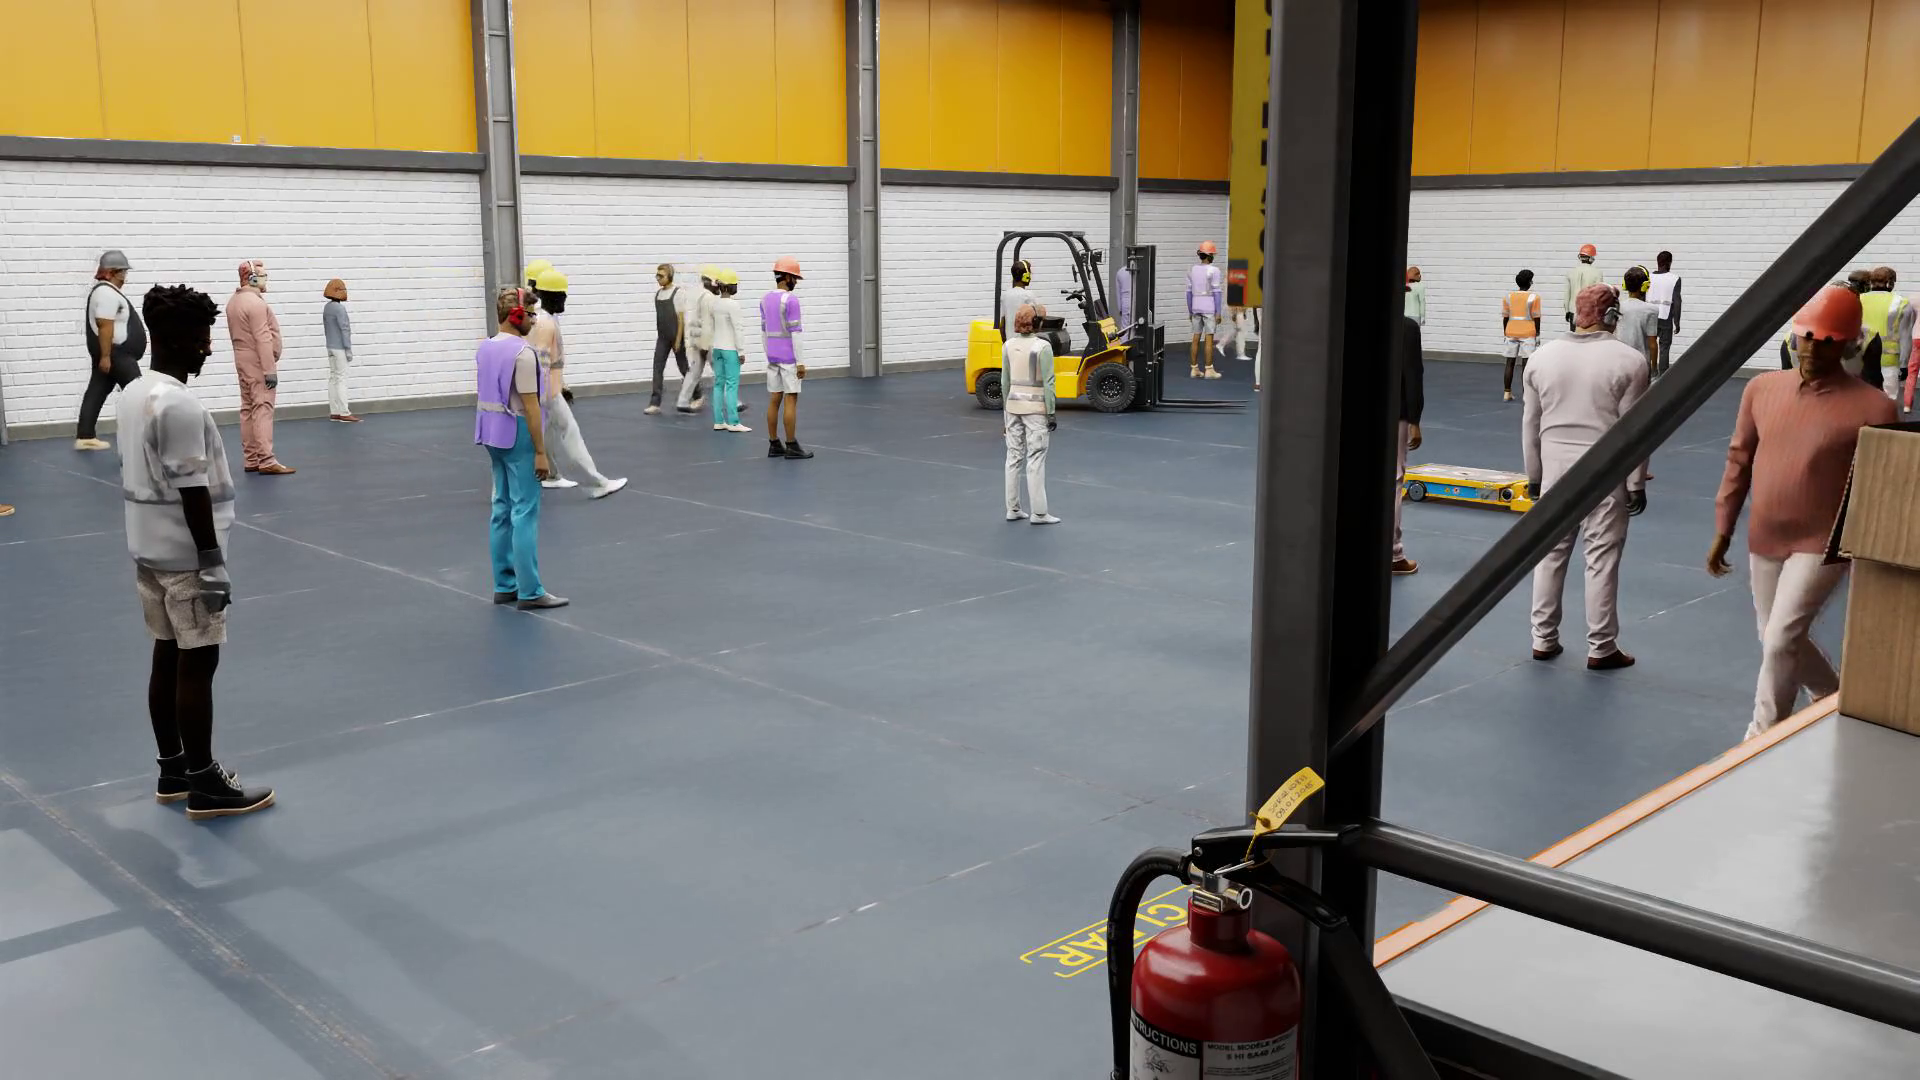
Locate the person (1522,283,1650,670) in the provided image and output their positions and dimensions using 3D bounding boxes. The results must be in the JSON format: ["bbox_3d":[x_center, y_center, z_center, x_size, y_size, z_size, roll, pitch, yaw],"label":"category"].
[{"bbox_3d":[3.108,-0.313,8.240,0.407,1.902,0.639,-10,14,-43],"label":"person"}]

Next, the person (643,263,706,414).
[{"bbox_3d":[-3.464,-2.439,20.095,0.510,1.812,0.939,6,12,29],"label":"person"}]

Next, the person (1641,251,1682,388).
[{"bbox_3d":[9.714,-3.047,23.110,0.386,1.914,0.587,-10,14,-43],"label":"person"}]

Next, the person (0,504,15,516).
[{"bbox_3d":[-7.531,-1.116,12.648,0.355,1.887,0.574,-10,14,-43],"label":"person"}]

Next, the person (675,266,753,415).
[{"bbox_3d":[-2.977,-2.346,19.706,0.905,1.771,0.593,-4,11,-23],"label":"person"}]

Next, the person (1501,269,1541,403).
[{"bbox_3d":[7.195,-2.610,21.312,0.320,1.697,0.532,-10,14,-43],"label":"person"}]

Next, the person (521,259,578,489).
[{"bbox_3d":[-3.527,-1.396,14.065,0.369,1.928,0.586,-10,14,-43],"label":"person"}]

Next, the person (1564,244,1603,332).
[{"bbox_3d":[9.510,-3.499,25.349,0.379,1.996,0.611,-10,14,-43],"label":"person"}]

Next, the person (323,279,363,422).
[{"bbox_3d":[-7.113,-2.168,19.083,0.279,1.631,0.499,-10,14,-43],"label":"person"}]

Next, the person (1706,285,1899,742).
[{"bbox_3d":[3.293,-0.008,6.432,0.916,1.961,0.622,-5,12,-27],"label":"person"}]

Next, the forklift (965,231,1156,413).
[{"bbox_3d":[1.222,-2.721,20.561,2.313,2.155,1.214,2,11,13],"label":"forklift"}]

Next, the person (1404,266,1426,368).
[{"bbox_3d":[7.229,-3.555,26.638,0.279,1.634,0.499,-10,14,-43],"label":"person"}]

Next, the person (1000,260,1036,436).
[{"bbox_3d":[0.643,-2.026,17.654,0.328,1.873,0.520,-10,14,-43],"label":"person"}]

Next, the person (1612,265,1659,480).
[{"bbox_3d":[5.851,-1.452,14.522,0.328,1.873,0.520,-10,14,-43],"label":"person"}]

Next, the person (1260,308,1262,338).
[{"bbox_3d":[3.374,-1.923,17.016,0.407,1.902,0.639,-10,14,-43],"label":"person"}]

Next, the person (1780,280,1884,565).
[{"bbox_3d":[5.642,-0.753,10.791,0.429,1.845,0.621,-10,14,-43],"label":"person"}]

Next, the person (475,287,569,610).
[{"bbox_3d":[-2.551,-0.515,9.510,0.389,1.837,0.563,-10,14,-43],"label":"person"}]

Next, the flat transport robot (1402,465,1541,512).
[{"bbox_3d":[4.113,-0.433,13.337,0.652,0.197,1.431,-10,14,-44],"label":"flat transport robot"}]

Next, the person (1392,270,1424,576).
[{"bbox_3d":[2.649,-0.768,10.485,0.393,1.985,0.611,-10,14,-43],"label":"person"}]

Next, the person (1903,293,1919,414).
[{"bbox_3d":[11.542,-2.371,19.845,0.327,1.760,0.524,-10,14,-43],"label":"person"}]

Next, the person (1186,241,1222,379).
[{"bbox_3d":[3.659,-3.425,24.809,0.377,2.045,0.605,-10,14,-43],"label":"person"}]

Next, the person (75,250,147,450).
[{"bbox_3d":[-8.383,-1.914,16.579,1.026,2.000,0.694,-7,13,-34],"label":"person"}]

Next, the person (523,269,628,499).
[{"bbox_3d":[-3.244,-1.219,13.287,1.034,1.861,0.592,-5,11,-25],"label":"person"}]

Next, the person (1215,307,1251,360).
[{"bbox_3d":[4.721,-3.909,28.625,0.587,1.616,0.531,3,11,18],"label":"person"}]

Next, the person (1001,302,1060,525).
[{"bbox_3d":[0.510,-0.932,12.319,0.310,1.642,0.514,-10,14,-43],"label":"person"}]

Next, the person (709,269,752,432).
[{"bbox_3d":[-2.516,-2.054,18.091,0.315,1.769,0.524,-10,14,-43],"label":"person"}]

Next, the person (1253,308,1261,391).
[{"bbox_3d":[4.234,-2.951,22.747,0.328,1.856,0.520,-10,14,-43],"label":"person"}]

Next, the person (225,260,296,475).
[{"bbox_3d":[-6.268,-1.537,14.887,0.407,1.910,0.639,-10,14,-43],"label":"person"}]

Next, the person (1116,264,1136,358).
[{"bbox_3d":[2.858,-3.799,27.223,0.407,1.910,0.639,-10,14,-43],"label":"person"}]

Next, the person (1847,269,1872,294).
[{"bbox_3d":[9.062,-1.831,16.821,0.979,1.795,0.634,-1,10,-5],"label":"person"}]

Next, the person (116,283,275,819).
[{"bbox_3d":[-2.850,0.043,6.131,0.379,1.959,0.603,-10,14,-43],"label":"person"}]

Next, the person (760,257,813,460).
[{"bbox_3d":[-1.661,-1.735,15.916,0.373,1.928,0.543,-10,14,-43],"label":"person"}]

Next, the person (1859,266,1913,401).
[{"bbox_3d":[8.726,-1.677,15.853,0.429,1.838,0.621,-10,14,-43],"label":"person"}]
